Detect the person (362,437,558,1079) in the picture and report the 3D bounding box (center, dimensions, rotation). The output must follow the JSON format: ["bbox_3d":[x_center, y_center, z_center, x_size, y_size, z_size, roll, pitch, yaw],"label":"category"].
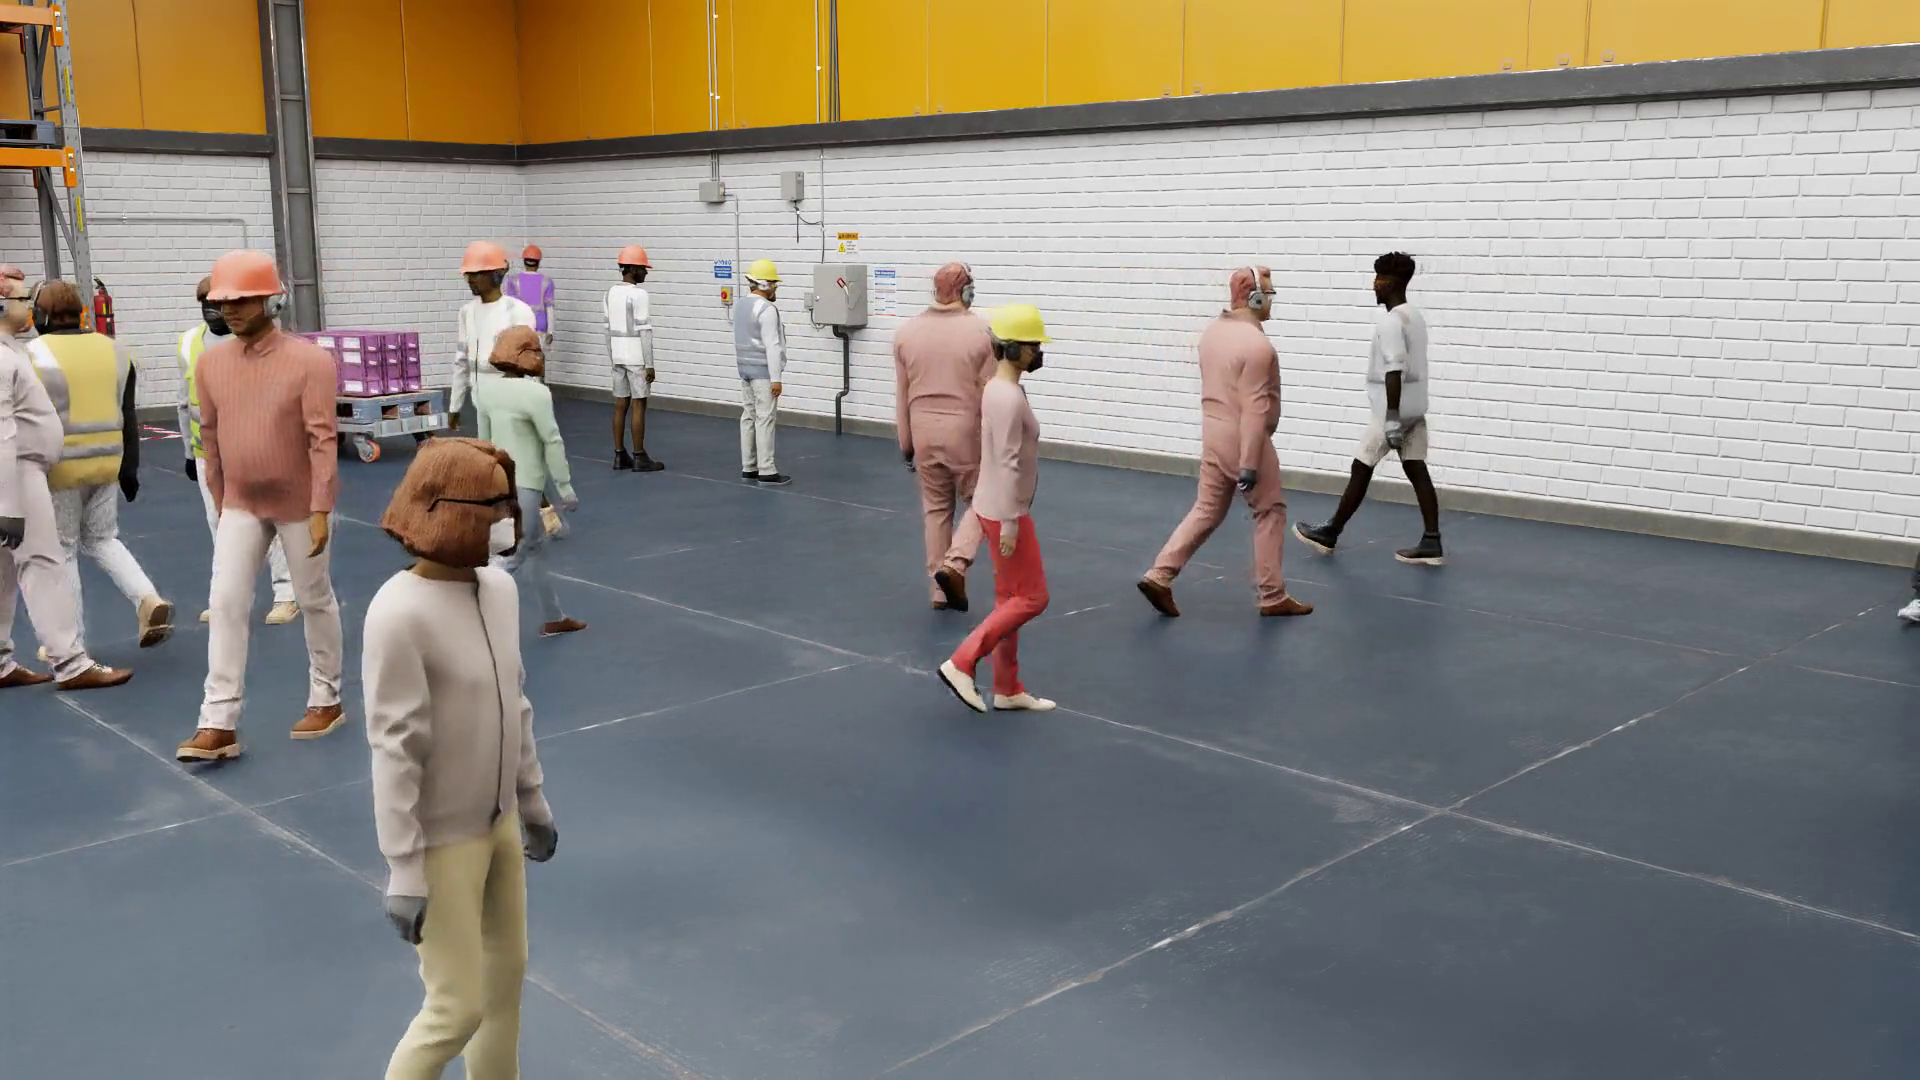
[{"bbox_3d":[-1.011,0.600,3.396,0.344,1.632,0.536,2,11,13],"label":"person"}]

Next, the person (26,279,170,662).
[{"bbox_3d":[-4.125,-0.304,7.805,0.581,1.829,0.631,4,11,23],"label":"person"}]

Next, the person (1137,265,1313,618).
[{"bbox_3d":[1.404,-0.501,8.733,0.906,1.876,0.637,-4,11,-21],"label":"person"}]

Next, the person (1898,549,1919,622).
[{"bbox_3d":[5.234,-0.468,8.573,0.942,1.866,0.617,-6,12,-31],"label":"person"}]

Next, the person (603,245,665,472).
[{"bbox_3d":[-2.802,-1.552,14.297,0.552,1.931,0.369,9,14,40],"label":"person"}]

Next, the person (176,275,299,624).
[{"bbox_3d":[-3.752,-0.459,8.649,0.643,1.831,0.431,1,10,8],"label":"person"}]

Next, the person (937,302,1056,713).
[{"bbox_3d":[0.182,-0.112,6.953,0.416,1.754,0.526,-1,10,-4],"label":"person"}]

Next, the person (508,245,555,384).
[{"bbox_3d":[-5.089,-2.541,19.765,0.557,1.916,0.753,-2,11,-13],"label":"person"}]

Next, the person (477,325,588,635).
[{"bbox_3d":[-2.204,-0.254,8.148,0.504,1.600,0.831,9,14,42],"label":"person"}]

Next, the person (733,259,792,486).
[{"bbox_3d":[-1.608,-1.360,13.536,0.403,1.828,0.598,-7,13,-34],"label":"person"}]

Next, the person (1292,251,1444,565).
[{"bbox_3d":[2.608,-0.819,10.340,1.004,1.910,0.622,7,13,35],"label":"person"}]

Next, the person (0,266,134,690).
[{"bbox_3d":[-4.126,-0.253,7.363,0.532,1.904,0.681,-7,13,-35],"label":"person"}]

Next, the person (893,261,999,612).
[{"bbox_3d":[-0.058,-0.526,8.832,0.648,1.893,0.540,5,11,23],"label":"person"}]

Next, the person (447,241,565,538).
[{"bbox_3d":[-2.953,-0.894,10.581,0.630,1.989,1.070,8,13,37],"label":"person"}]

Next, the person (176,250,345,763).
[{"bbox_3d":[-2.707,-0.115,6.407,0.616,1.959,0.923,1,10,5],"label":"person"}]
